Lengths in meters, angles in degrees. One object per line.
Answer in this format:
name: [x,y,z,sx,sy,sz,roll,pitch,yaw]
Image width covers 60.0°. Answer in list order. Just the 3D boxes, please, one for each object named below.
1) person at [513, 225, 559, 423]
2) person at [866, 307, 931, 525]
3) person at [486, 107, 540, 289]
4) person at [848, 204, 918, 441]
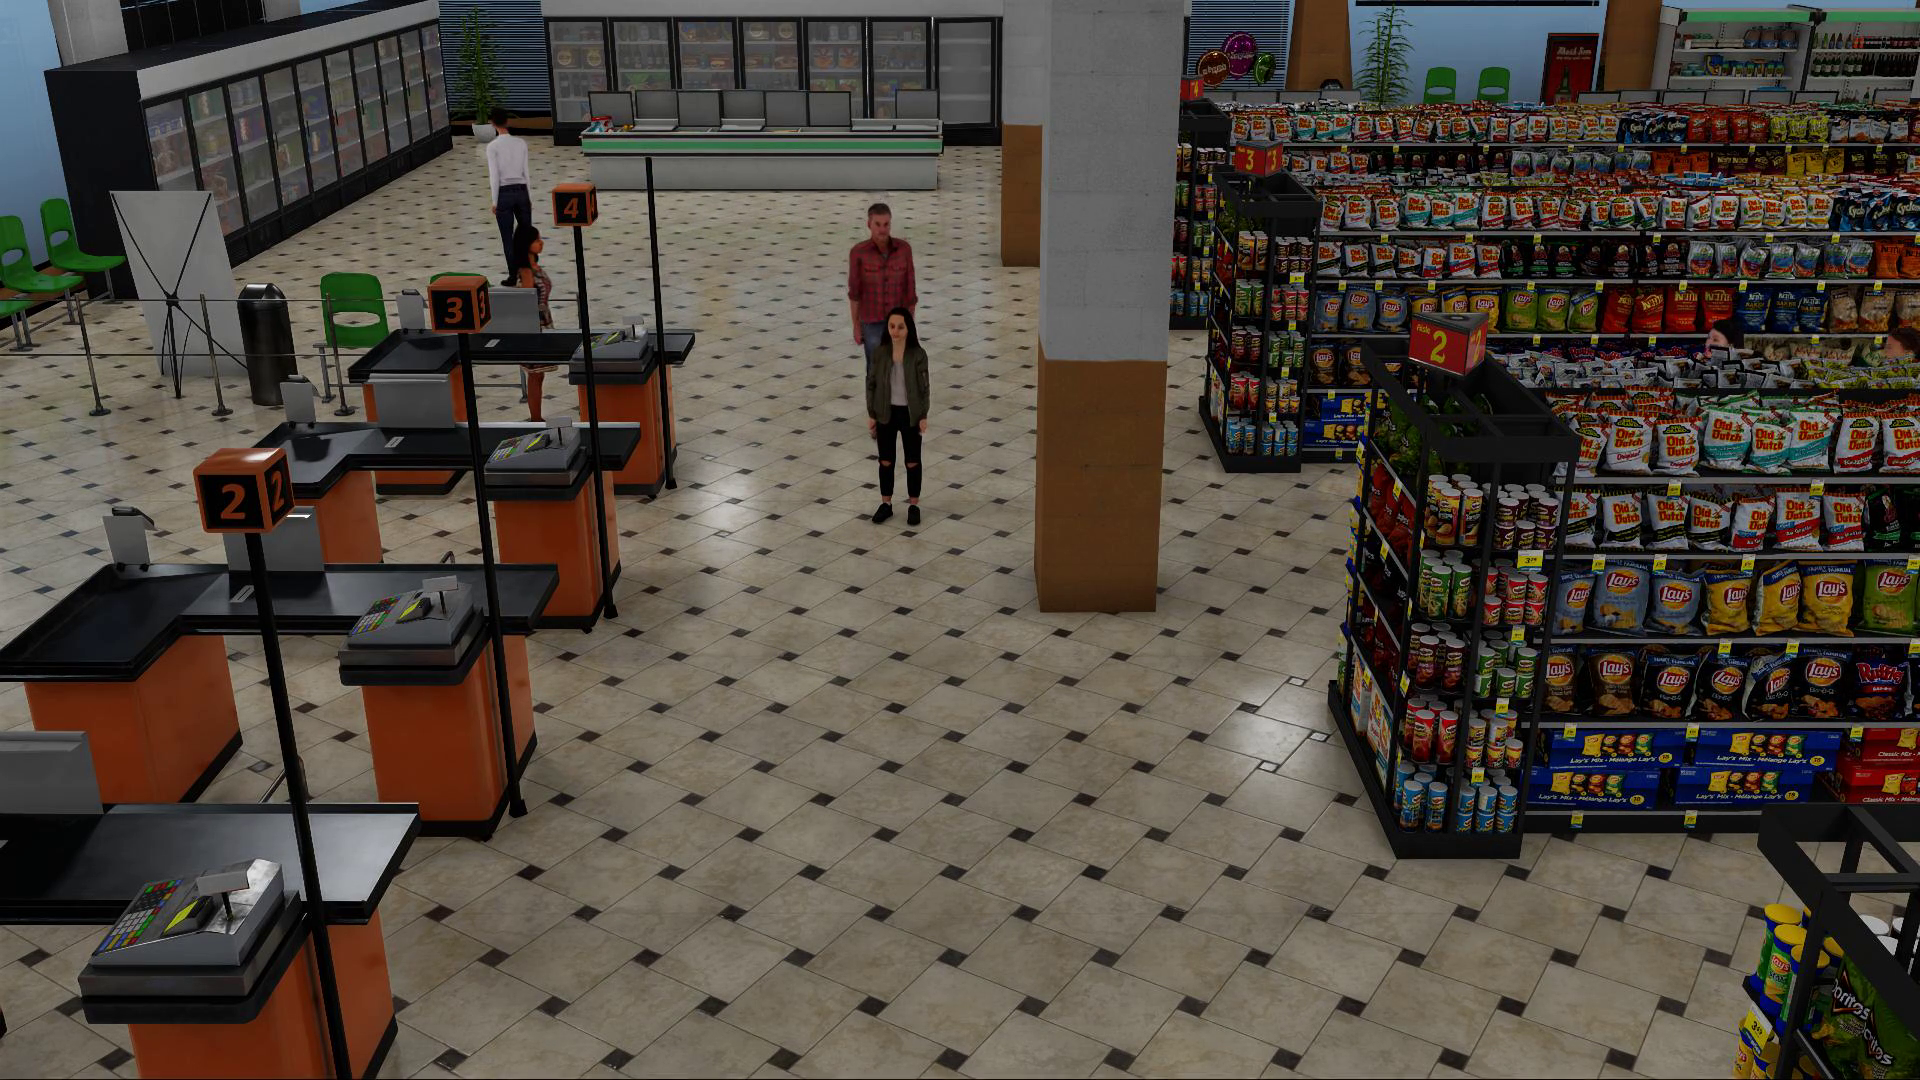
person: [-3.296,-1.620,12.866,0.596,1.645,0.691,-4,22,-10]
person: [-0.407,-0.833,11.134,0.498,1.476,0.668,4,22,9]
person: [-4.718,-3.611,17.523,0.709,1.867,0.781,-17,28,-36]
person: [-0.608,-1.710,12.865,0.863,1.813,0.872,-5,22,-13]
